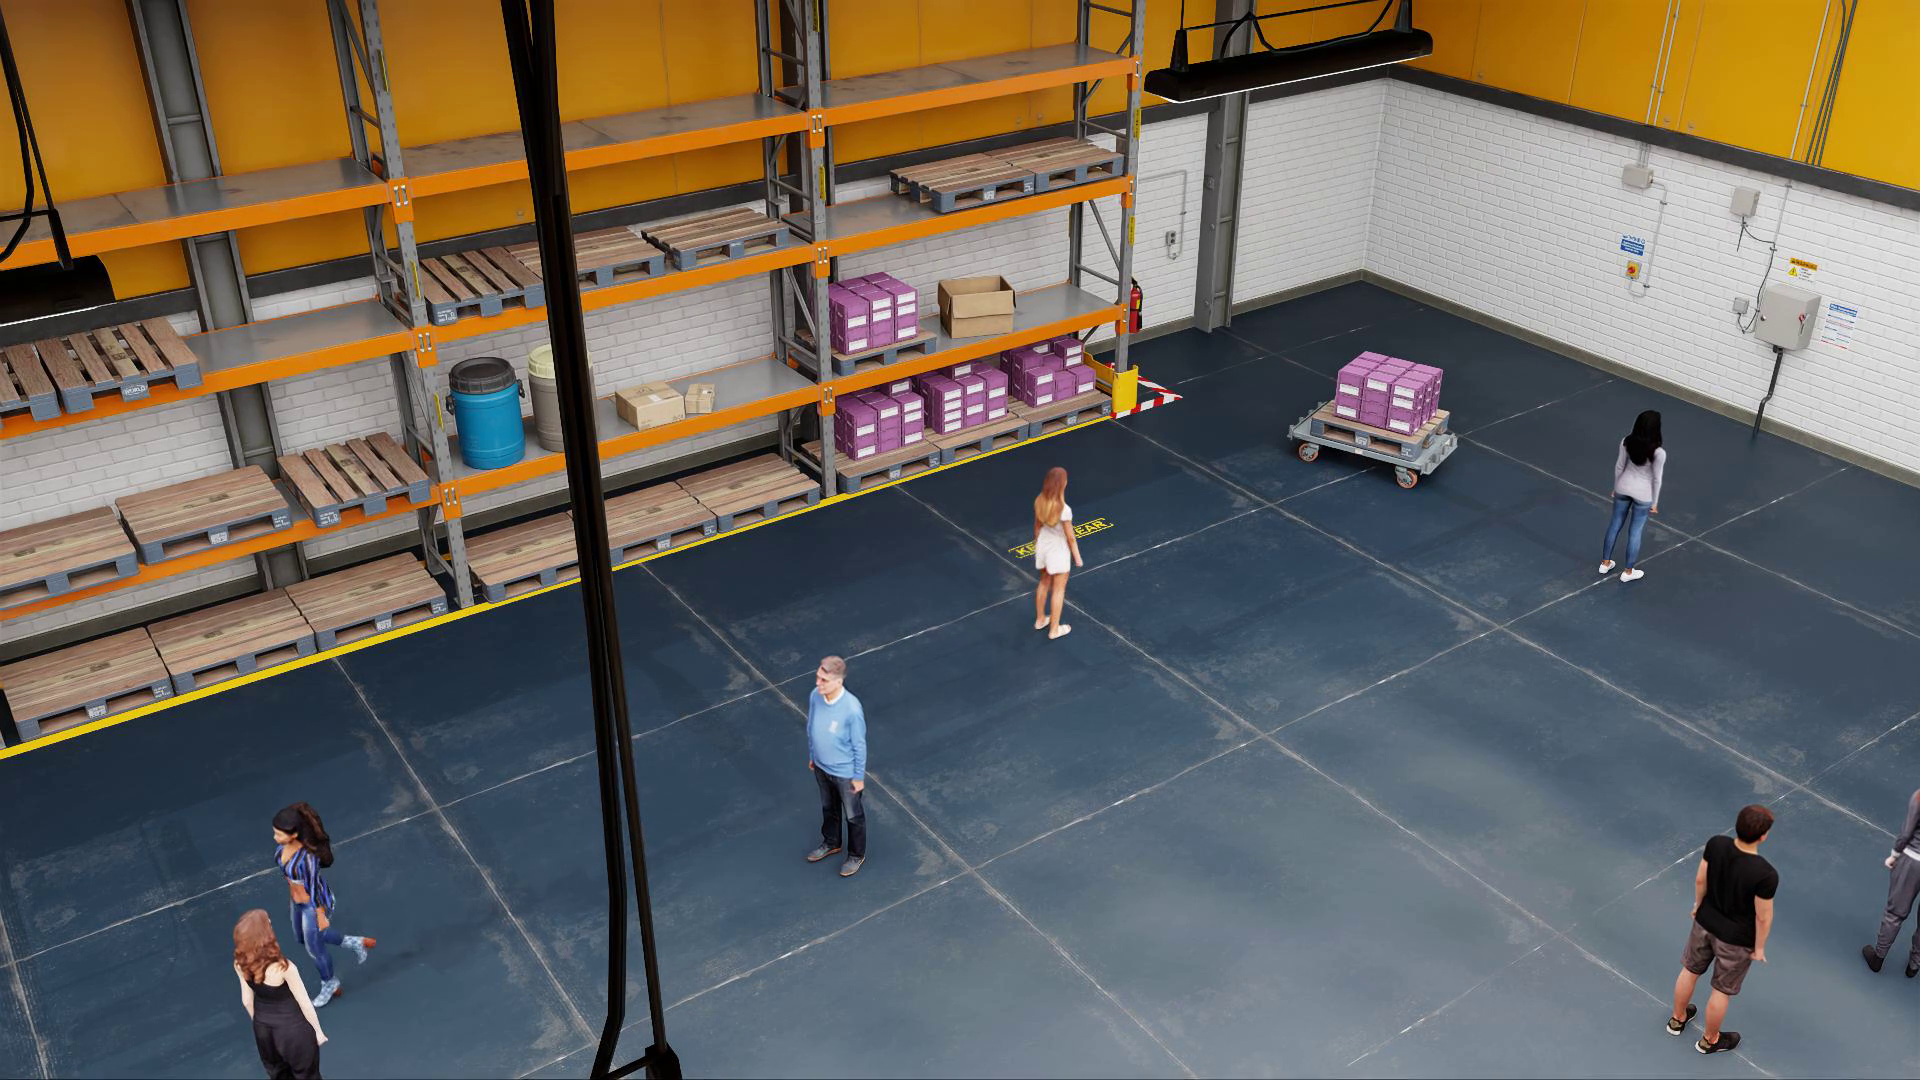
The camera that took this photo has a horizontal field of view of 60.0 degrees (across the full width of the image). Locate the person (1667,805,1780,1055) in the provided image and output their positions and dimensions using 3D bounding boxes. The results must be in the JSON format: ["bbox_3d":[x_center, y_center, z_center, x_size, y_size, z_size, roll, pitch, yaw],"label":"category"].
[{"bbox_3d":[4.803,2.428,10.460,0.575,1.861,0.666,-17,33,-28],"label":"person"}]

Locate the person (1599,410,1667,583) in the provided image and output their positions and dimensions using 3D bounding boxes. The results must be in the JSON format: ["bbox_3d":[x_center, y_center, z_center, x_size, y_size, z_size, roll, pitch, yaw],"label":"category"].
[{"bbox_3d":[6.415,-0.432,15.835,0.549,1.736,0.627,-23,36,-35],"label":"person"}]

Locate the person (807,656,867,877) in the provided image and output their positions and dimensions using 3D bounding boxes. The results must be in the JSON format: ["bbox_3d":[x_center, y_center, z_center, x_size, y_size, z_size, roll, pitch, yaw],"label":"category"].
[{"bbox_3d":[-0.880,1.602,12.021,0.714,1.817,0.660,21,35,33],"label":"person"}]

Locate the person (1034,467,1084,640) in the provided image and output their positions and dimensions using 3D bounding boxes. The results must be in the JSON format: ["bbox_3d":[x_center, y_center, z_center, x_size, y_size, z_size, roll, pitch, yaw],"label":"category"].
[{"bbox_3d":[0.808,0.137,14.840,0.612,1.690,0.606,-22,36,-35],"label":"person"}]

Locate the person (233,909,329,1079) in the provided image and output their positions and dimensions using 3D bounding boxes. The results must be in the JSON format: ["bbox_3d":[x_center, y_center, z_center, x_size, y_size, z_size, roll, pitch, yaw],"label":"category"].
[{"bbox_3d":[-3.987,2.872,9.765,0.659,1.748,0.721,4,29,8],"label":"person"}]

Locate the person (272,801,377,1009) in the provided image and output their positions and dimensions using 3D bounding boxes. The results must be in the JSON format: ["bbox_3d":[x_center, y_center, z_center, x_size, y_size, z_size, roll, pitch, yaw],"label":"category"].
[{"bbox_3d":[-4.172,2.346,10.878,0.780,1.607,0.677,-25,37,-37],"label":"person"}]

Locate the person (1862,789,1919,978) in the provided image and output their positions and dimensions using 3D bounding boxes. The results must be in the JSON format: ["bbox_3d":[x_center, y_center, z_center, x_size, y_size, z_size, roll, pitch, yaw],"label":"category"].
[{"bbox_3d":[6.408,2.160,11.038,0.656,1.779,0.680,10,30,17],"label":"person"}]
